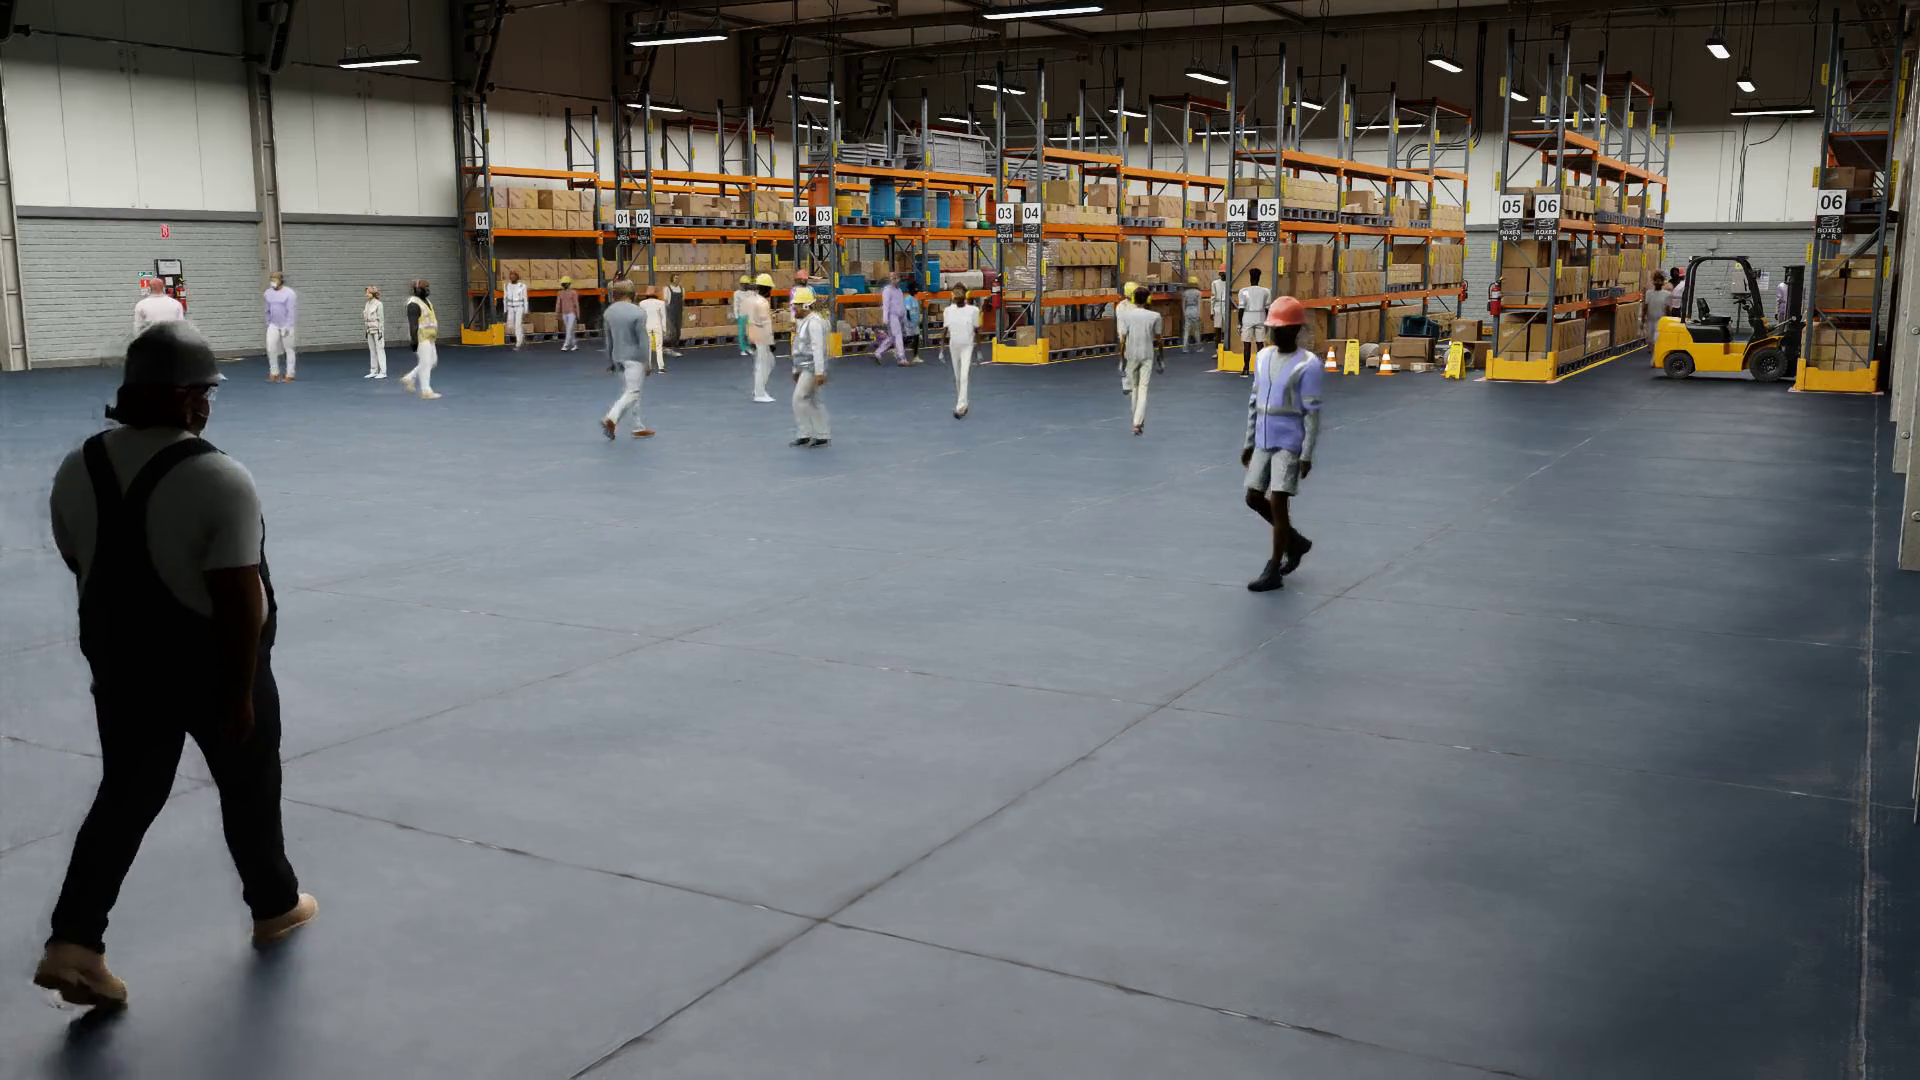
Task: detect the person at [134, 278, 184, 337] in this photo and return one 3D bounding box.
[{"bbox_3d":[-11.498,-2.825,23.918,0.659,1.865,0.977,-8,12,-38],"label":"person"}]

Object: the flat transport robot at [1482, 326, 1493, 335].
[{"bbox_3d":[14.367,-5.784,45.875,0.652,0.197,1.431,0,10,1],"label":"flat transport robot"}]

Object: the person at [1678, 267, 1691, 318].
[{"bbox_3d":[18.567,-6.067,42.792,0.586,1.901,0.460,2,10,10],"label":"person"}]

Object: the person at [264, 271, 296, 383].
[{"bbox_3d":[-11.651,-3.625,28.434,0.632,1.912,0.682,2,10,11],"label":"person"}]

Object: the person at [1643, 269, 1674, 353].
[{"bbox_3d":[15.765,-5.162,37.536,0.669,1.869,0.884,6,11,32],"label":"person"}]

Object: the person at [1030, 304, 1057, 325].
[{"bbox_3d":[1.886,-5.185,37.529,0.625,1.934,0.363,0,10,0],"label":"person"}]

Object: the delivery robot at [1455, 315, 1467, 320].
[{"bbox_3d":[13.632,-5.936,45.665,0.707,0.478,0.477,-2,10,-10],"label":"delivery robot"}]

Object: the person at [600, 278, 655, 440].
[{"bbox_3d":[-3.945,-2.114,19.579,0.636,1.918,0.836,7,12,35],"label":"person"}]

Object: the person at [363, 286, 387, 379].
[{"bbox_3d":[-10.429,-3.693,29.636,0.511,1.640,0.308,8,12,39],"label":"person"}]

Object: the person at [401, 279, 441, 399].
[{"bbox_3d":[-8.266,-3.071,25.430,0.562,1.831,0.634,0,10,0],"label":"person"}]

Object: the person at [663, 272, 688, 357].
[{"bbox_3d":[-6.099,-4.850,35.833,0.539,1.832,0.483,-9,13,-42],"label":"person"}]

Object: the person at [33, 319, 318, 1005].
[{"bbox_3d":[-2.356,0.327,4.924,0.682,2.000,0.976,2,10,12],"label":"person"}]

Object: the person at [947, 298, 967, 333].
[{"bbox_3d":[-0.015,-6.611,46.268,0.638,1.805,0.959,8,12,39],"label":"person"}]

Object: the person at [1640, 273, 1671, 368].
[{"bbox_3d":[13.597,-4.286,32.500,0.528,1.851,0.698,8,13,40],"label":"person"}]

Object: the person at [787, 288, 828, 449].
[{"bbox_3d":[-1.781,-1.930,18.800,0.649,1.809,0.624,-2,10,-14],"label":"person"}]

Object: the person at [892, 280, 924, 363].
[{"bbox_3d":[-1.039,-4.435,33.822,0.564,1.683,0.532,4,10,21],"label":"person"}]

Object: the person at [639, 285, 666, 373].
[{"bbox_3d":[-5.719,-3.924,31.003,0.499,1.633,0.289,0,10,1],"label":"person"}]

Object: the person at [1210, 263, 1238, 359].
[{"bbox_3d":[5.570,-4.825,35.128,0.608,2.036,0.398,6,11,30],"label":"person"}]

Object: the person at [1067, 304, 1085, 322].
[{"bbox_3d":[3.111,-6.326,44.055,0.645,1.977,0.473,4,10,22],"label":"person"}]

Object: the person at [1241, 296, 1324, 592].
[{"bbox_3d":[2.118,-0.641,10.943,0.669,1.920,0.586,-7,12,-35],"label":"person"}]

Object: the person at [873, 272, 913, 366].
[{"bbox_3d":[-1.346,-4.382,32.991,0.887,1.880,0.645,4,11,23],"label":"person"}]

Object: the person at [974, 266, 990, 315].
[{"bbox_3d":[0.665,-7.814,53.181,0.829,1.842,0.608,6,11,30],"label":"person"}]

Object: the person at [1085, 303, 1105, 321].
[{"bbox_3d":[3.290,-5.740,40.435,0.394,2.044,0.609,-9,13,-43],"label":"person"}]

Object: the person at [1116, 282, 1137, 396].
[{"bbox_3d":[2.729,-3.130,25.936,0.410,1.781,0.770,9,13,42],"label":"person"}]

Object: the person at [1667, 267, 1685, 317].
[{"bbox_3d":[16.367,-5.300,38.223,0.598,1.918,0.378,6,11,32],"label":"person"}]

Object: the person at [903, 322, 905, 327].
[{"bbox_3d":[-1.336,-5.914,42.731,0.540,1.590,0.862,5,11,29],"label":"person"}]

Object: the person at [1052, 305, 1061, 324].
[{"bbox_3d":[2.235,-5.528,40.431,0.521,1.620,0.571,9,13,41],"label":"person"}]

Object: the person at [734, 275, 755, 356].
[{"bbox_3d":[-4.676,-4.888,36.298,0.539,1.745,0.528,-6,11,-31],"label":"person"}]

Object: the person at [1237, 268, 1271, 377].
[{"bbox_3d":[5.277,-3.899,29.879,0.613,1.964,0.361,-1,10,-6],"label":"person"}]

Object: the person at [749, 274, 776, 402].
[{"bbox_3d":[-2.898,-3.002,24.787,0.477,1.909,0.629,-4,10,-22],"label":"person"}]

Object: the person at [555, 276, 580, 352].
[{"bbox_3d":[-8.984,-5.171,38.075,0.543,1.718,0.925,3,10,19],"label":"person"}]

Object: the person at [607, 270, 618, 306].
[{"bbox_3d":[-8.482,-5.843,41.626,0.626,1.847,0.429,1,10,5],"label":"person"}]

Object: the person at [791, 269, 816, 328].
[{"bbox_3d":[-3.213,-4.551,33.847,0.554,1.916,0.652,-8,12,-38],"label":"person"}]

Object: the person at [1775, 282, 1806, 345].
[{"bbox_3d":[18.425,-5.078,36.935,0.585,1.921,0.392,5,11,28],"label":"person"}]

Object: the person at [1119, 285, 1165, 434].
[{"bbox_3d":[2.234,-2.217,20.489,0.524,1.825,0.990,3,10,16],"label":"person"}]

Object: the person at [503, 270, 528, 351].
[{"bbox_3d":[-10.258,-5.313,38.454,0.600,1.866,0.495,2,10,14],"label":"person"}]

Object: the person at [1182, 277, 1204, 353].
[{"bbox_3d":[5.246,-5.063,37.526,0.503,1.725,0.764,6,12,33],"label":"person"}]

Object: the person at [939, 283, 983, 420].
[{"bbox_3d":[0.001,-2.537,22.370,0.551,1.811,0.997,3,10,18],"label":"person"}]
